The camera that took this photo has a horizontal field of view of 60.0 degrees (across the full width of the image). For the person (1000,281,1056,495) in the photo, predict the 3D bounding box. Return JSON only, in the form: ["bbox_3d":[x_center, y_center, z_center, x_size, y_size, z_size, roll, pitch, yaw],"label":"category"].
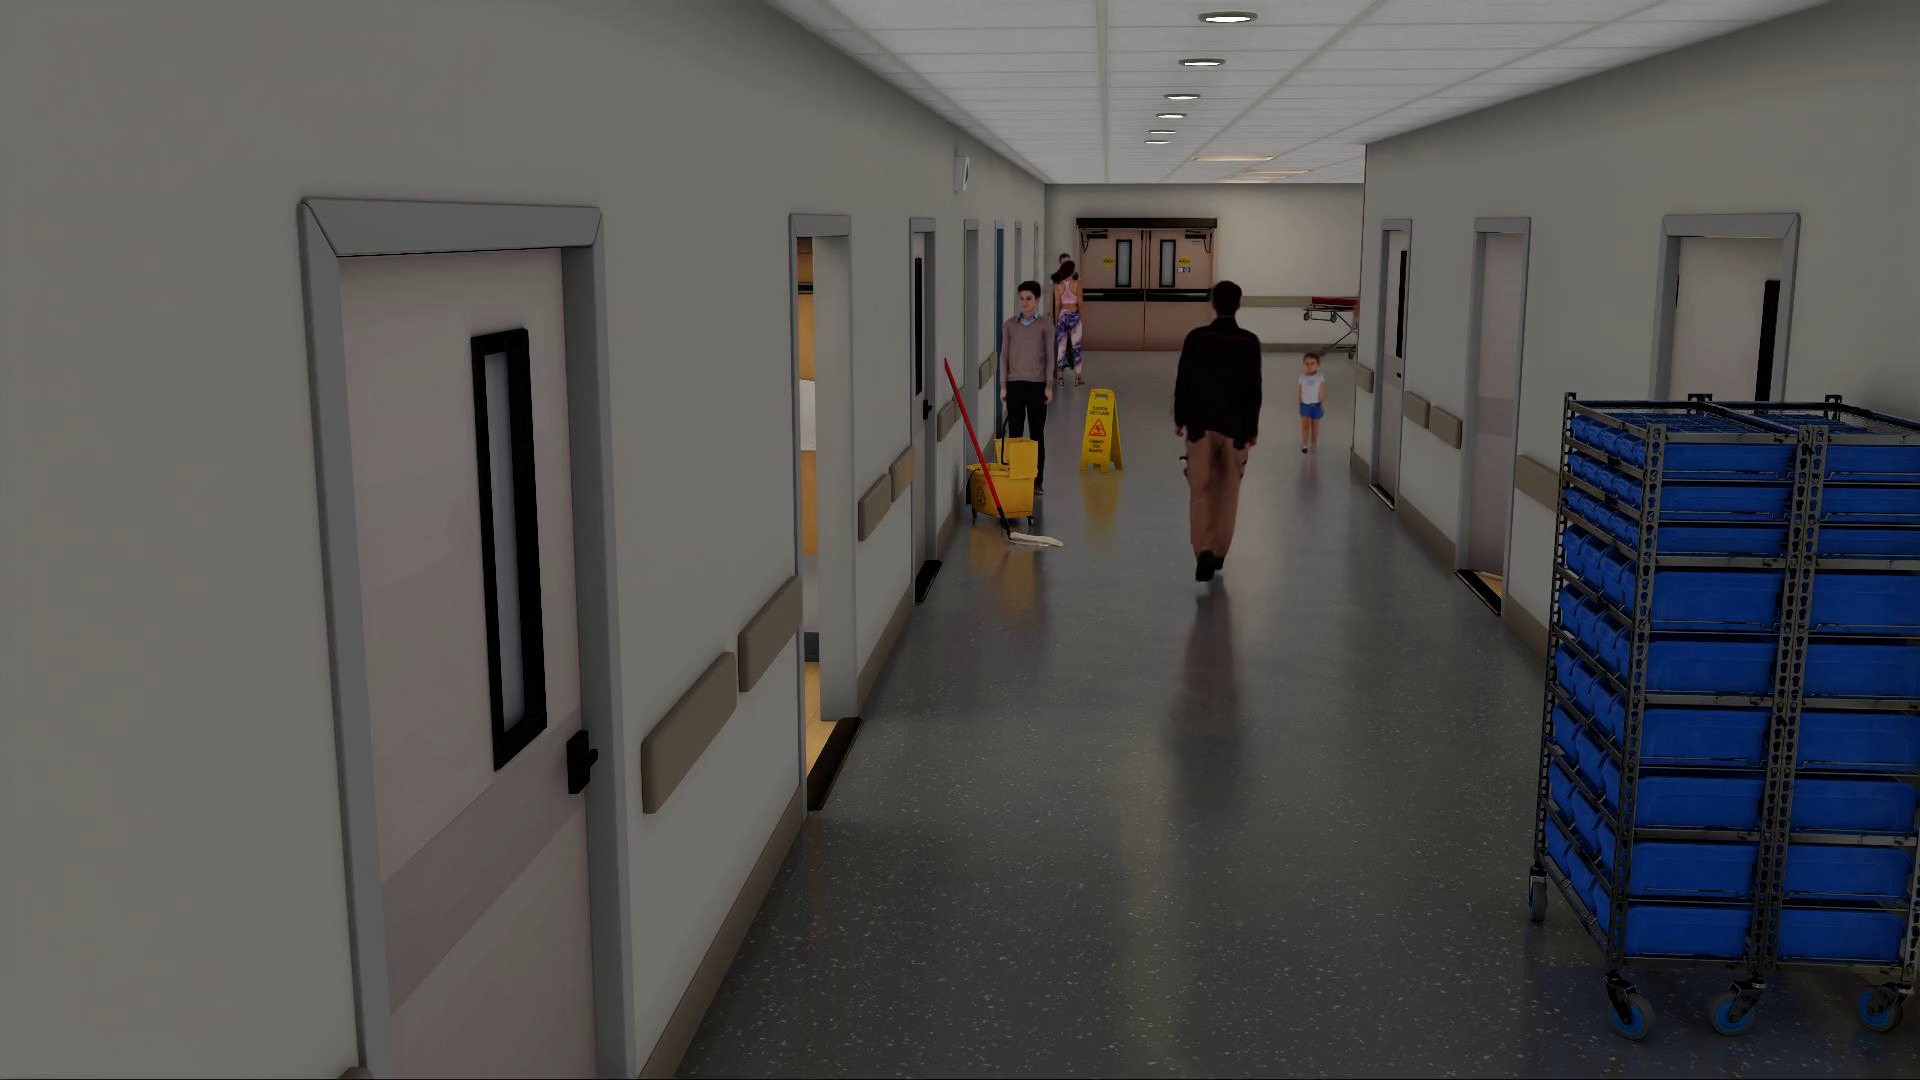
[{"bbox_3d":[0.573,-1.303,14.170,0.653,1.807,0.593,3,11,13],"label":"person"}]

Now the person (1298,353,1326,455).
[{"bbox_3d":[3.534,-1.359,16.656,0.490,0.991,0.739,3,11,14],"label":"person"}]

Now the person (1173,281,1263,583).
[{"bbox_3d":[1.615,-0.655,10.537,0.688,1.889,1.216,1,11,4],"label":"person"}]

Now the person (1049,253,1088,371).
[{"bbox_3d":[1.618,-3.543,26.029,1.012,1.783,1.184,-6,12,-27],"label":"person"}]

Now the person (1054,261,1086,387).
[{"bbox_3d":[1.558,-3.088,23.678,0.616,1.770,0.550,2,11,11],"label":"person"}]
